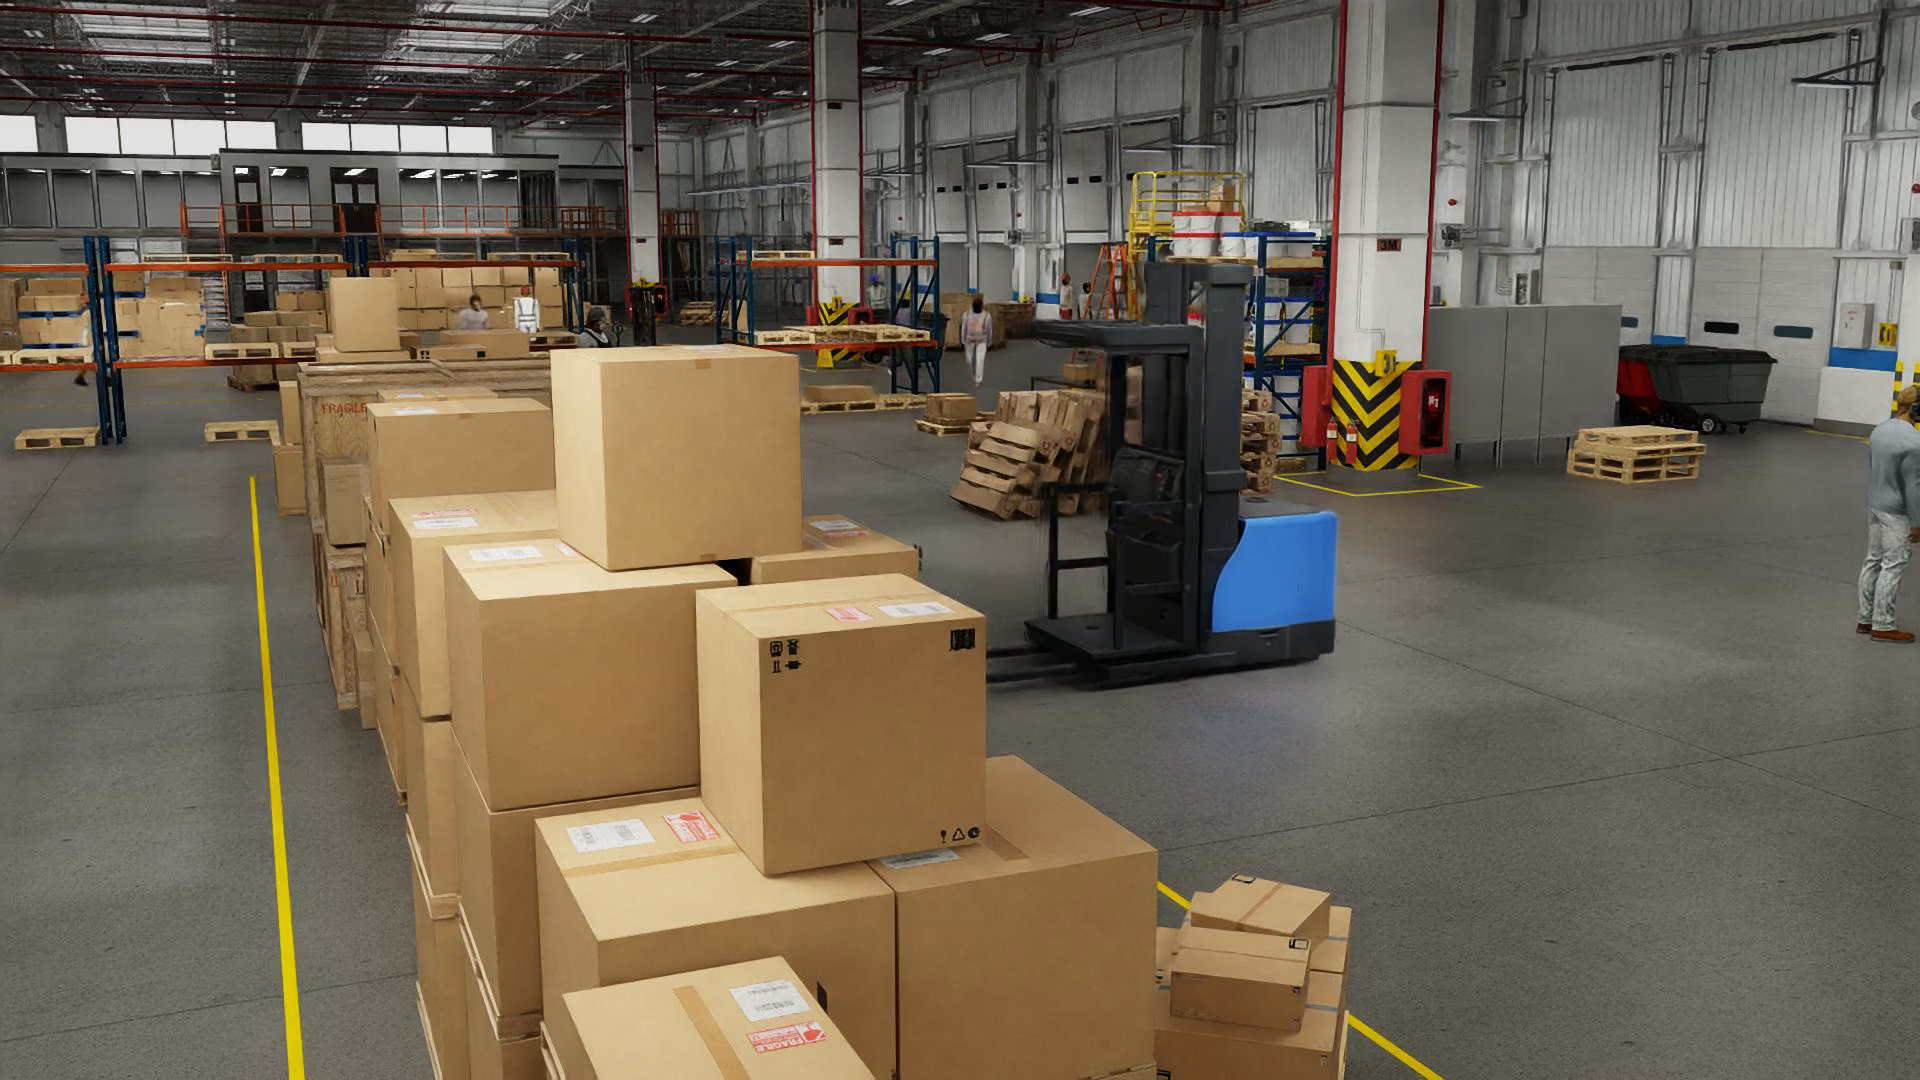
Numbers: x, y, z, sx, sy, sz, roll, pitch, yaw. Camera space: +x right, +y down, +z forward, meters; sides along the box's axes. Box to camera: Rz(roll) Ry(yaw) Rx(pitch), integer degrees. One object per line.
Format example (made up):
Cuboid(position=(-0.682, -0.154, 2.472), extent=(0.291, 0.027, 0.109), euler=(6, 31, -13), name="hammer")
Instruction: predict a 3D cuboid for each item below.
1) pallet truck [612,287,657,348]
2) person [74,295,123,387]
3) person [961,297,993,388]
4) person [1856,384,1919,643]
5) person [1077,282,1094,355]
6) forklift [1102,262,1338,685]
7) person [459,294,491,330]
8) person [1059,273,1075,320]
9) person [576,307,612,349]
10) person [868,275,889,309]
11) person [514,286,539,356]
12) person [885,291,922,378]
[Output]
Cuboid(position=(-6.464, -4.406, 35.401), extent=(0.823, 1.965, 1.885), euler=(6, 12, 32), name="pallet truck")
Cuboid(position=(-17.560, -4.037, 33.679), extent=(0.990, 1.893, 0.554), euler=(-1, 10, -6), name="person")
Cuboid(position=(0.348, -3.997, 33.630), extent=(0.635, 1.824, 0.596), euler=(2, 10, 11), name="person")
Cuboid(position=(6.963, -0.194, 12.387), extent=(0.377, 1.931, 0.636), euler=(0, 10, 1), name="person")
Cuboid(position=(3.253, -5.735, 43.096), extent=(0.311, 1.864, 0.533), euler=(-7, 13, -35), name="person")
Cuboid(position=(1.640, -0.545, 11.688), extent=(1.873, 2.768, 1.129), euler=(-4, 11, -23), name="forklift")
Cuboid(position=(-9.380, -3.811, 32.318), extent=(0.437, 1.924, 0.663), euler=(8, 13, 38), name="person")
Cuboid(position=(3.056, -6.693, 48.012), extent=(0.390, 1.992, 0.624), euler=(-6, 12, -29), name="person")
Cuboid(position=(-5.127, -2.306, 23.713), extent=(0.537, 2.000, 0.678), euler=(3, 11, 14), name="person")
Cuboid(position=(-2.443, -6.938, 49.564), extent=(0.626, 1.938, 0.435), euler=(2, 11, 13), name="person")
Cuboid(position=(-10.265, -5.081, 39.444), extent=(0.575, 1.882, 0.359), euler=(-4, 11, -22), name="person")
Cuboid(position=(-1.244, -4.439, 35.907), extent=(0.954, 1.883, 0.586), euler=(5, 12, 27), name="person")
